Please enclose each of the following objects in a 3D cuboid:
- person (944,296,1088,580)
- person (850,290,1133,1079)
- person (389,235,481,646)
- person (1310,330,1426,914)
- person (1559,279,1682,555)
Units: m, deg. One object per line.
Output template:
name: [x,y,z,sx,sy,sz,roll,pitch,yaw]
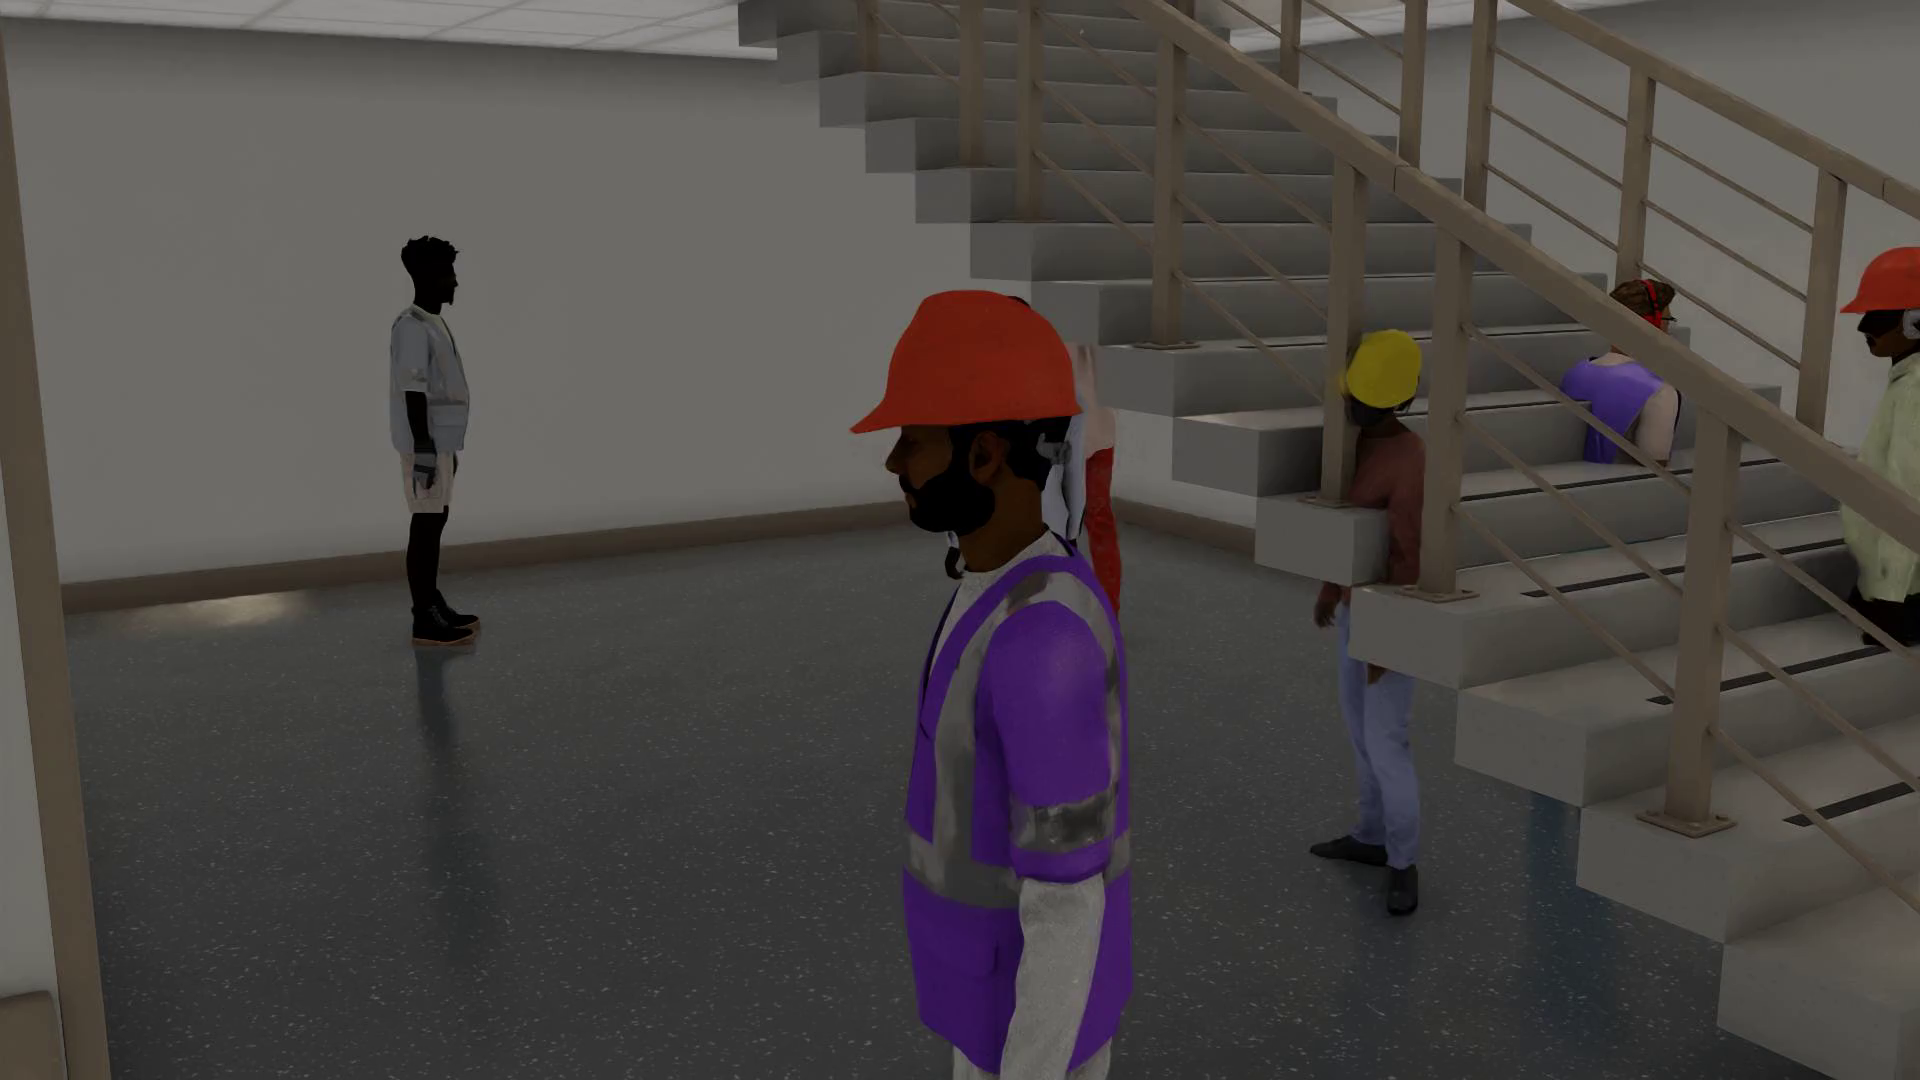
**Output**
person: [0.201,-0.034,6.266,0.563,1.755,0.322,-3,11,-16]
person: [0.046,0.626,2.329,0.375,1.934,0.551,-1,11,-4]
person: [-2.554,-0.479,8.054,0.368,1.965,0.609,-1,11,-7]
person: [1.240,0.231,4.980,0.362,1.727,0.589,-2,11,-9]
person: [2.265,0.010,5.848,0.394,1.836,0.561,-3,11,-14]
